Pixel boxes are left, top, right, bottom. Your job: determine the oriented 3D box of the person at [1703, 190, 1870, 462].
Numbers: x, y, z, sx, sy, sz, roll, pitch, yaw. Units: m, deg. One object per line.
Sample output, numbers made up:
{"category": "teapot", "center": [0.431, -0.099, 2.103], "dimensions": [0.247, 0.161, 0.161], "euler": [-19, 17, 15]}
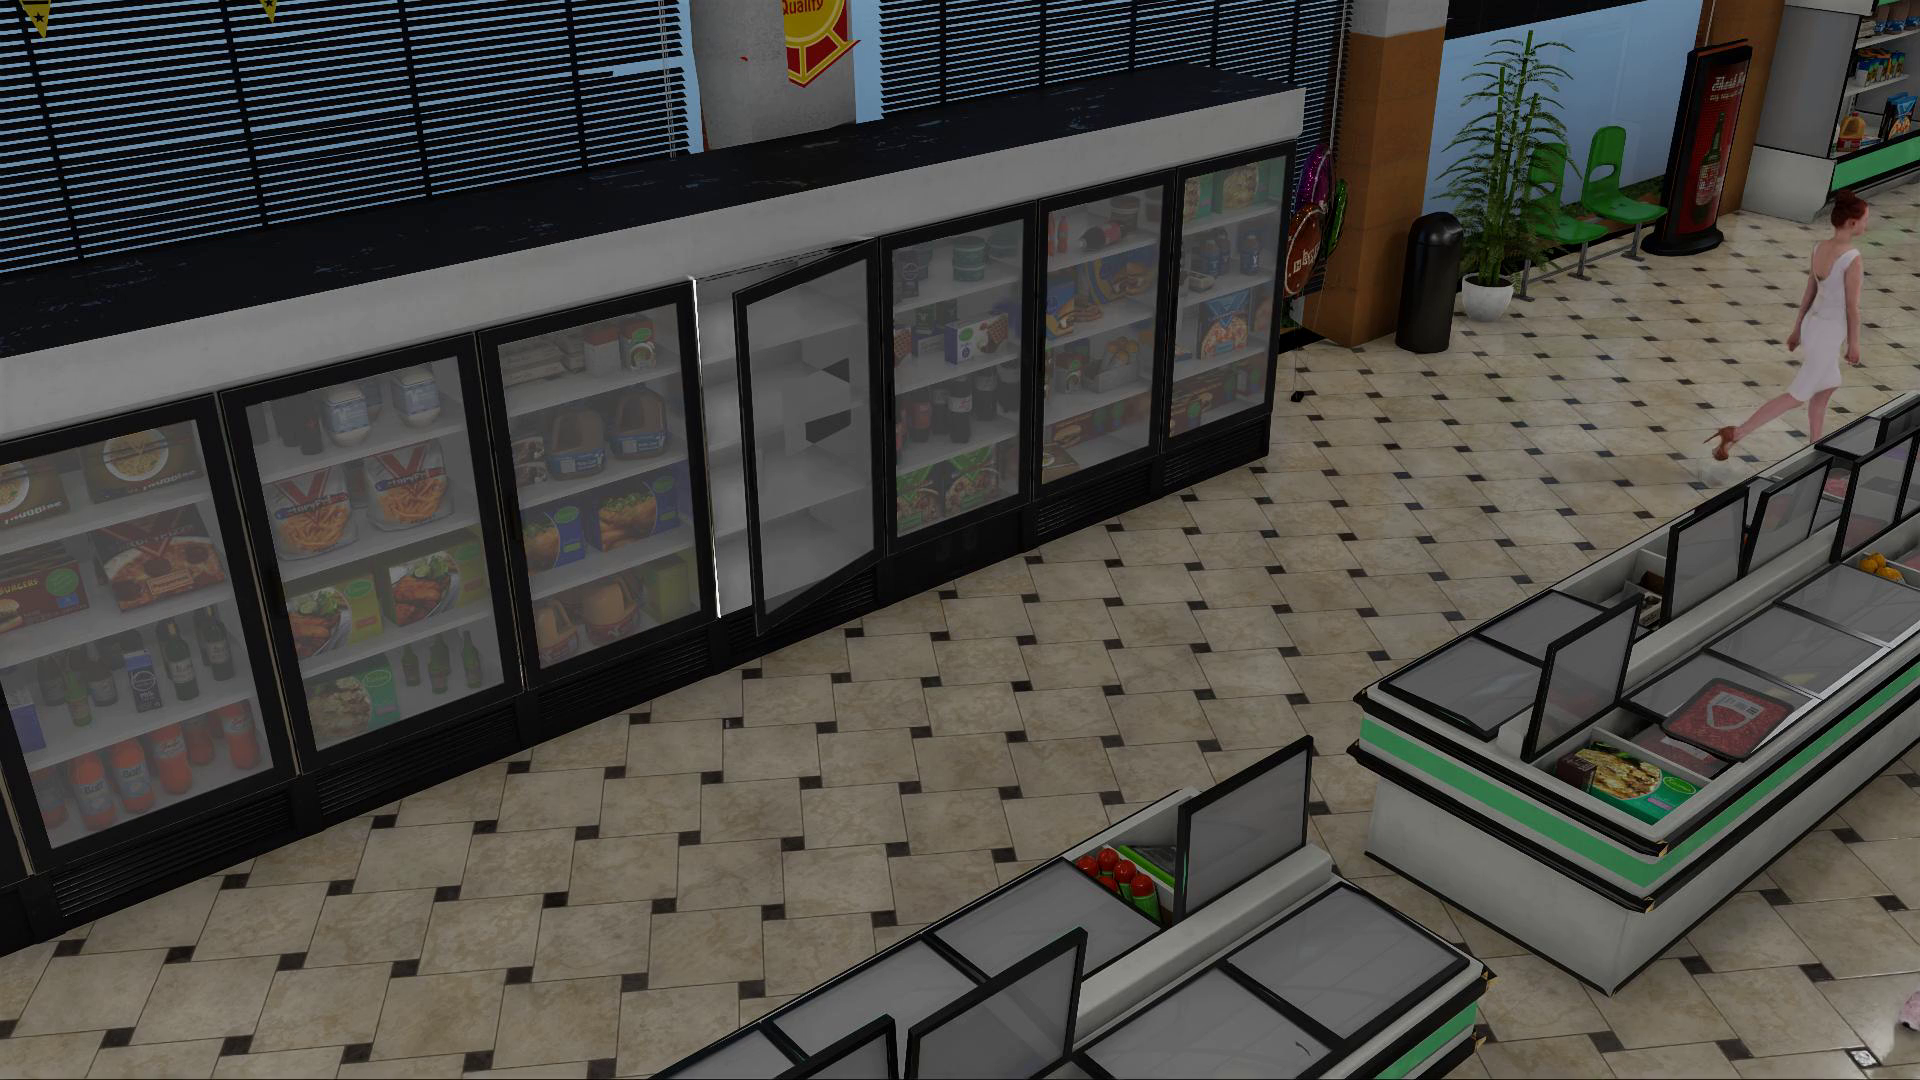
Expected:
{"category": "person", "center": [4.947, -1.140, 9.770], "dimensions": [1.100, 1.760, 0.990], "euler": [0, 27, 0]}
